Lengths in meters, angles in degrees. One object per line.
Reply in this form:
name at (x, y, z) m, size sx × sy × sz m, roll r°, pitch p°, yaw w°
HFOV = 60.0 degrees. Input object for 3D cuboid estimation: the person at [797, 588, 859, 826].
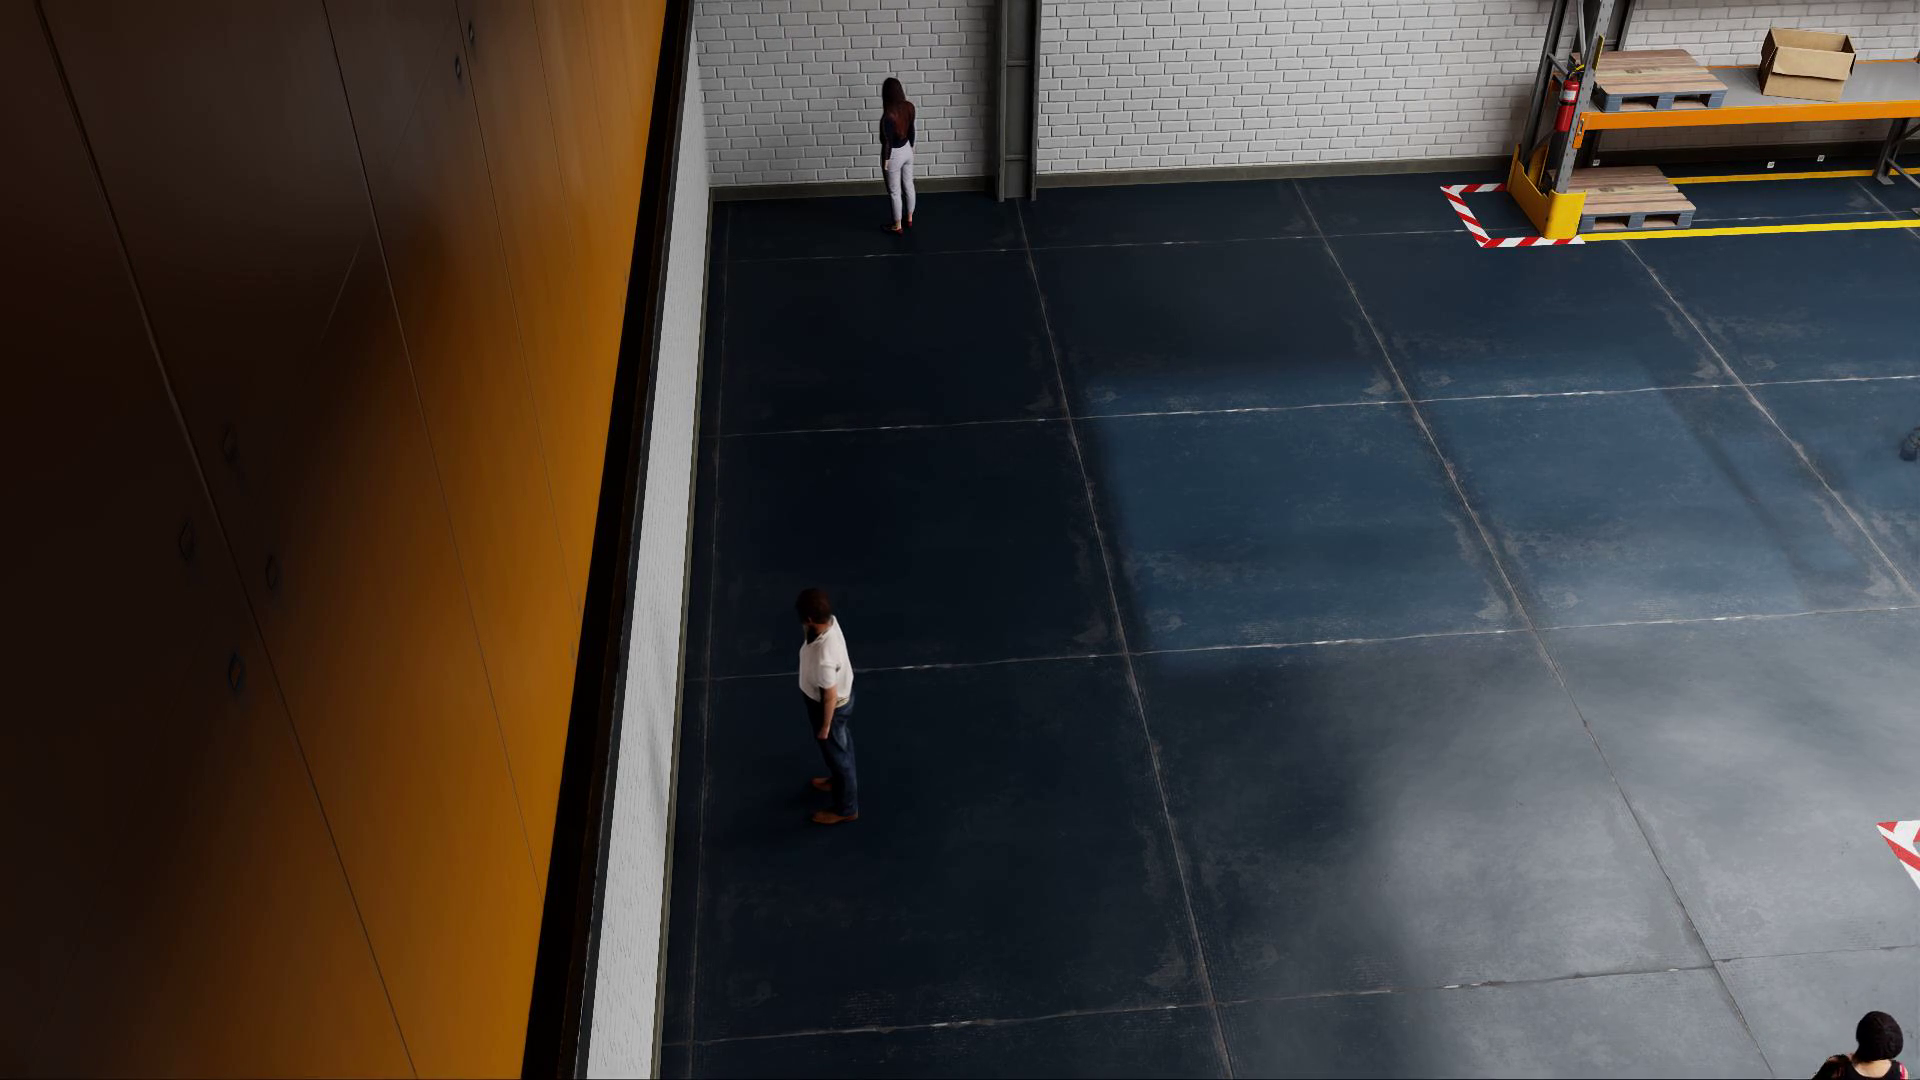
person at (-0.789, 1.005, 10.232) m, size 0.573 × 1.851 × 0.661 m, roll -1°, pitch 39°, yaw -1°

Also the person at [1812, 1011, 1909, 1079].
person at (4.301, 2.886, 8.122) m, size 0.582 × 1.545 × 0.676 m, roll 5°, pitch 39°, yaw 6°

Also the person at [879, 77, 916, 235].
person at (-0.634, -3.804, 16.450) m, size 0.727 × 1.606 × 0.671 m, roll 27°, pitch 46°, yaw 29°
